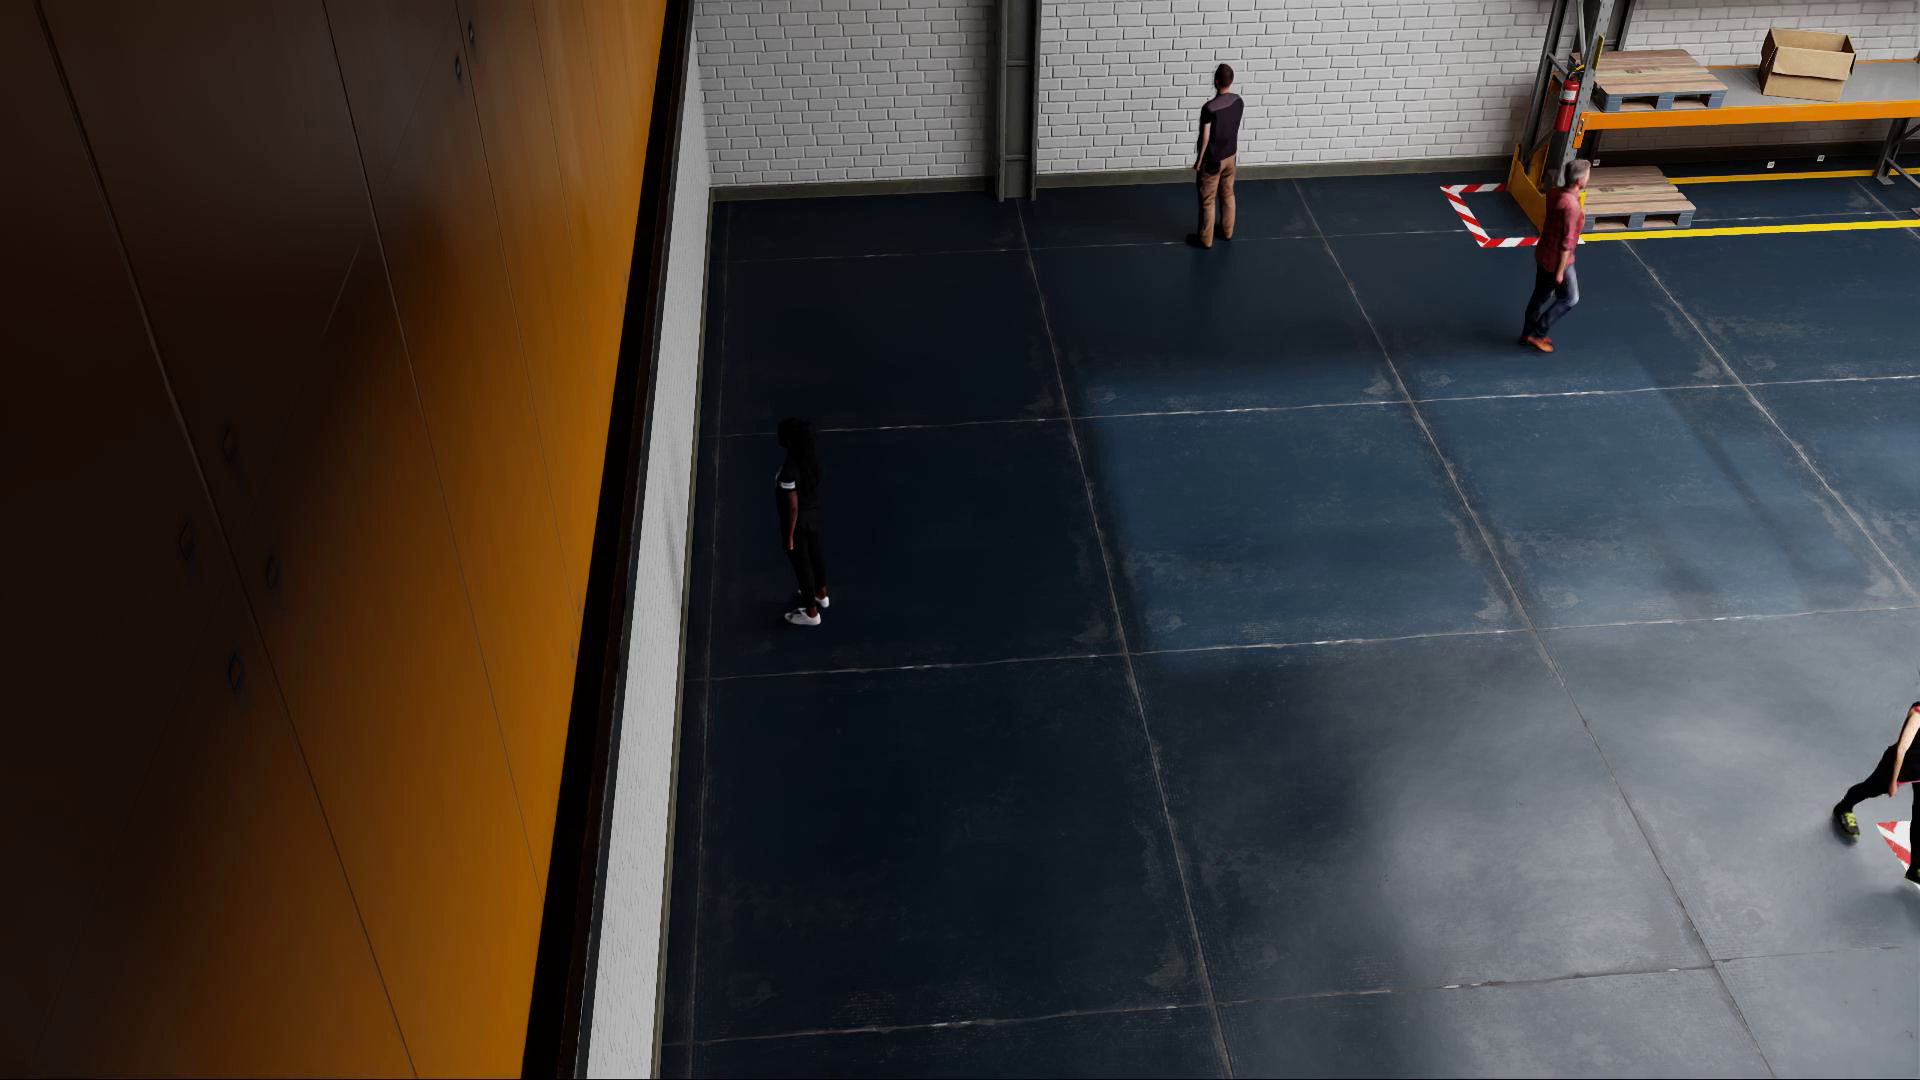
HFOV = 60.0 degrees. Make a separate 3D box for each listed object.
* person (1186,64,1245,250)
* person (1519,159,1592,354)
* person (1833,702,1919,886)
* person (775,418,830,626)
[{"bbox_3d":[2.508,-3.735,16.176,0.716,1.841,0.835,-24,45,-27],"label":"person"},{"bbox_3d":[5.157,-2.481,14.622,0.611,1.821,0.710,-2,39,-2],"label":"person"},{"bbox_3d":[5.733,1.324,10.107,0.977,1.508,0.668,-6,39,-7],"label":"person"},{"bbox_3d":[-1.124,-0.141,11.764,0.681,1.730,0.691,12,40,14],"label":"person"}]
